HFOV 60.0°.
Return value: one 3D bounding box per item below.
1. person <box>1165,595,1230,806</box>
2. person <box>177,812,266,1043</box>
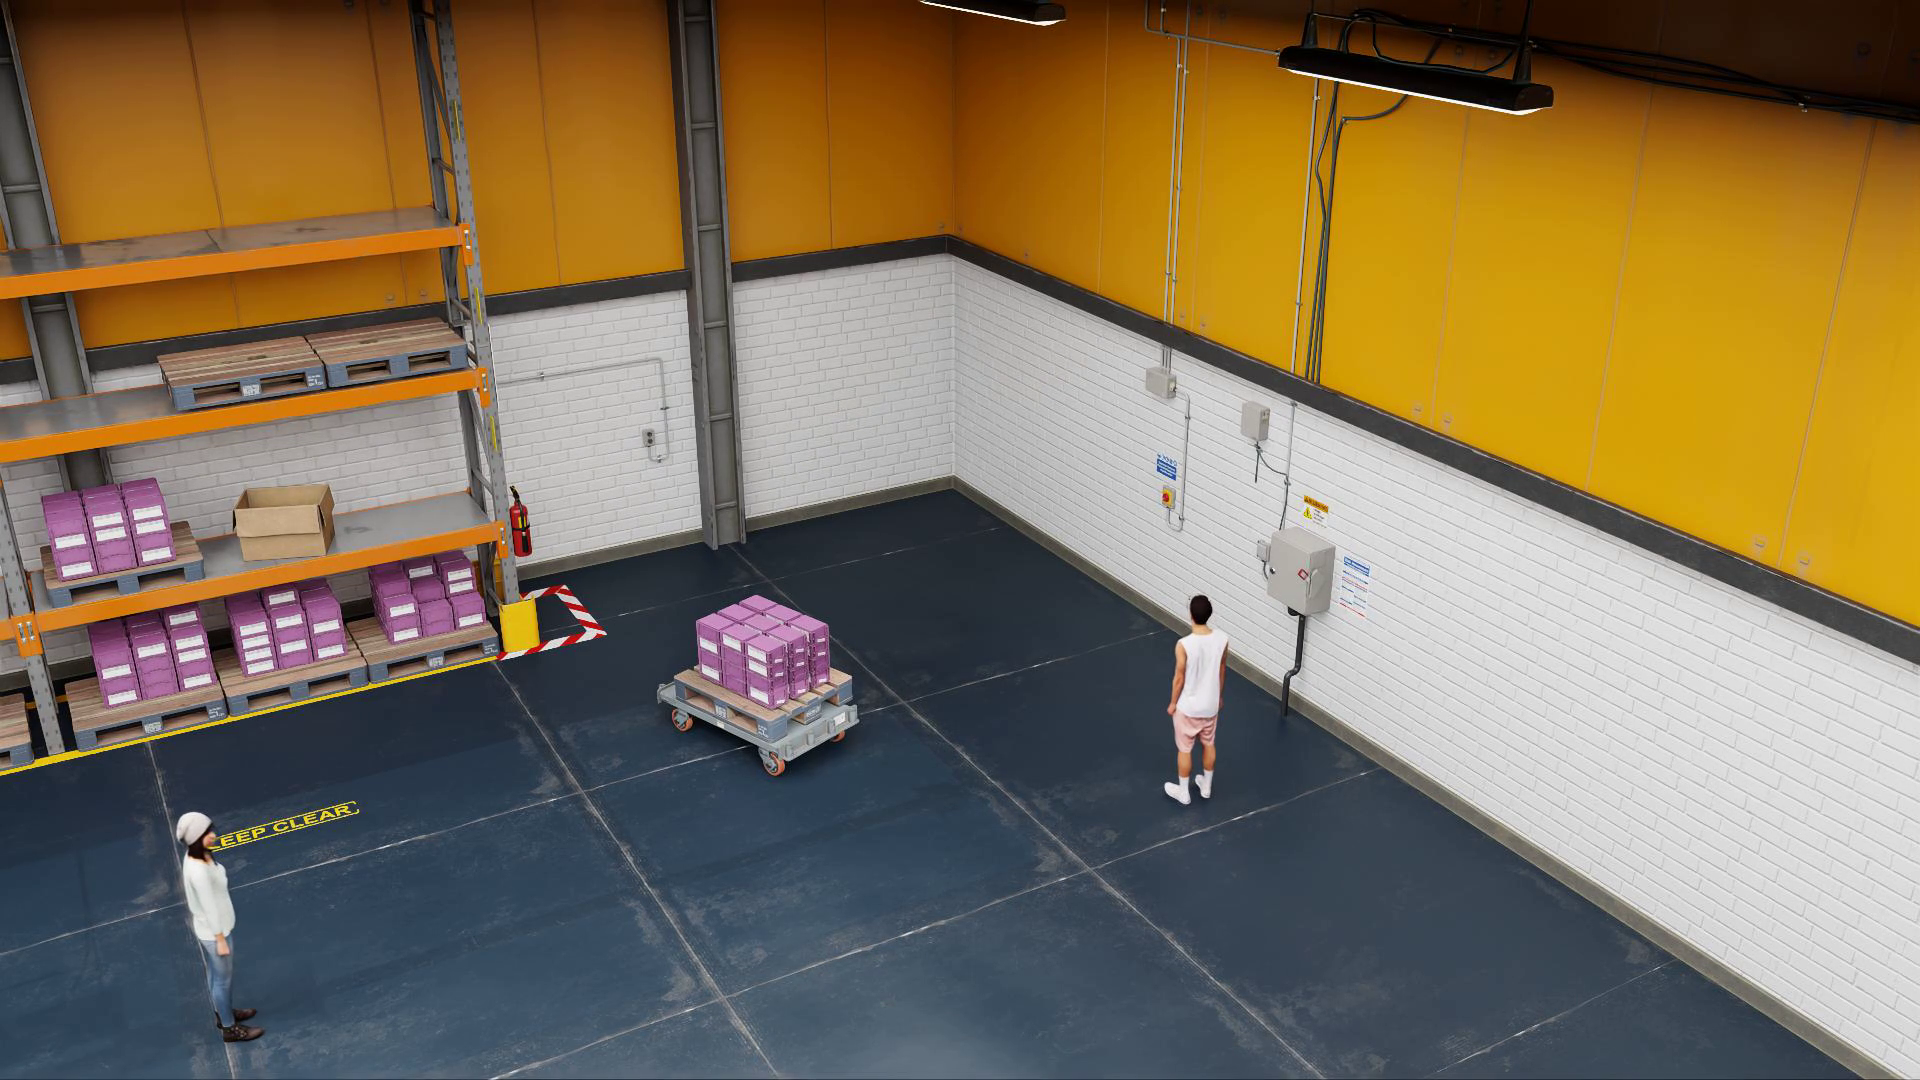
[{"bbox_3d":[1.891,1.274,13.242,0.554,1.789,0.728,-9,25,-19],"label":"person"},{"bbox_3d":[-4.792,2.471,10.681,0.486,1.647,0.561,-13,27,-26],"label":"person"}]
